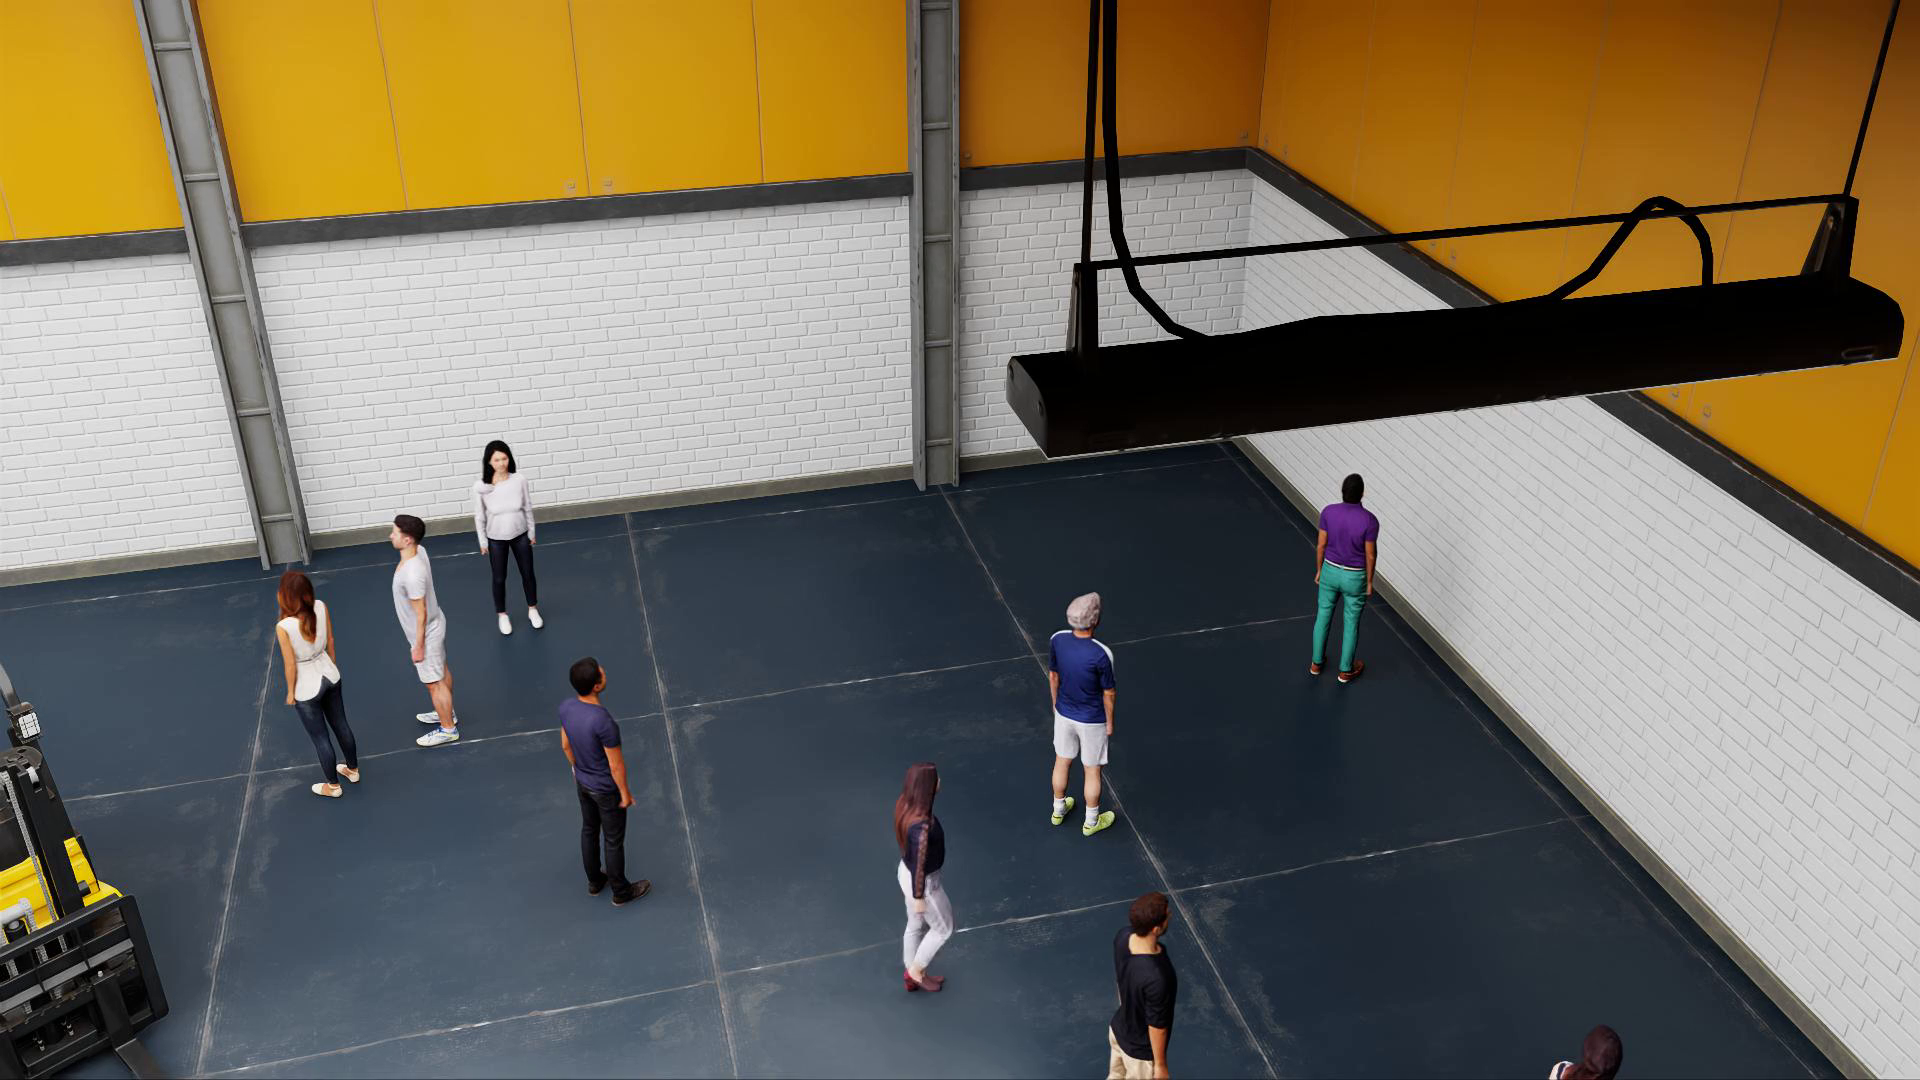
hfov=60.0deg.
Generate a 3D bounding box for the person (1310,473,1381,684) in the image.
[{"bbox_3d":[2.974,0.279,12.879,0.723,1.766,0.784,15,32,26],"label":"person"}]

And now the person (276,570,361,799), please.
[{"bbox_3d":[-4.462,0.995,11.546,0.714,1.785,0.660,14,32,25],"label":"person"}]

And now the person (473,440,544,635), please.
[{"bbox_3d":[-3.682,-0.040,13.535,0.509,1.698,0.704,-12,31,-21],"label":"person"}]

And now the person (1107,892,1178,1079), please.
[{"bbox_3d":[0.915,2.573,8.585,0.568,1.851,0.647,-9,30,-17],"label":"person"}]

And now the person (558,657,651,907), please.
[{"bbox_3d":[-2.300,1.534,10.550,0.718,1.793,0.756,18,34,30],"label":"person"}]

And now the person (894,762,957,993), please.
[{"bbox_3d":[-0.293,2.034,9.847,0.553,1.588,0.639,-5,29,-9],"label":"person"}]

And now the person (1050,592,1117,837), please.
[{"bbox_3d":[0.819,1.164,11.181,0.720,1.839,0.772,17,33,28],"label":"person"}]

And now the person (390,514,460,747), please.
[{"bbox_3d":[-3.899,0.638,12.128,0.564,1.855,0.676,-6,29,-11],"label":"person"}]

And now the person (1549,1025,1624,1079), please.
[{"bbox_3d":[2.974,2.984,8.043,0.631,1.648,0.686,16,33,27],"label":"person"}]
